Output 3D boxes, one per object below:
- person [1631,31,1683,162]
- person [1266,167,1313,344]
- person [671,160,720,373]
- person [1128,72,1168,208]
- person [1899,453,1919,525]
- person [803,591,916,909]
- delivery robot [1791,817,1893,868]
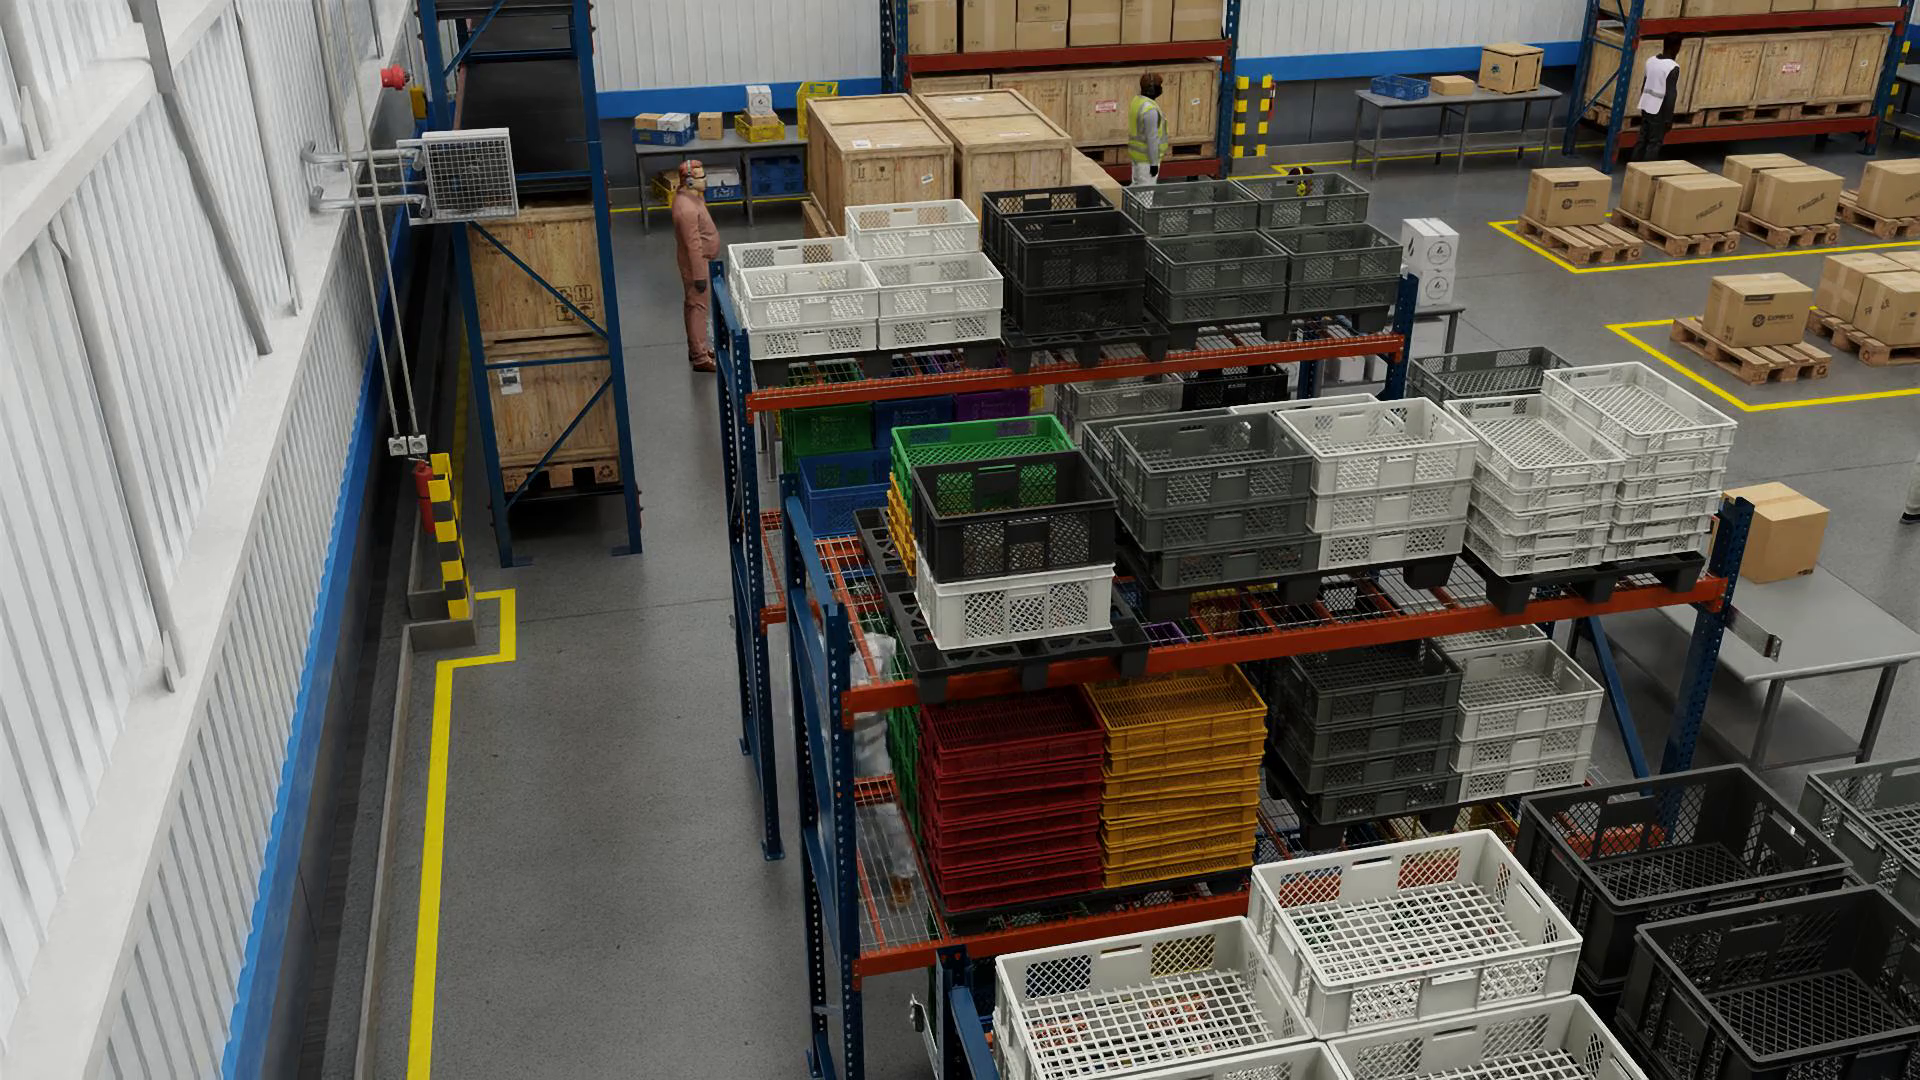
[{"bbox_3d":[8.379,-5.142,20.022,0.392,1.916,0.592,-6,28,-12],"label":"person"},{"bbox_3d":[2.969,-2.416,14.902,0.329,1.868,0.508,-6,28,-12],"label":"person"},{"bbox_3d":[-2.351,-2.467,14.956,0.409,1.908,0.641,-6,28,-12],"label":"person"},{"bbox_3d":[2.067,-4.225,18.361,0.429,1.844,0.625,-6,28,-12],"label":"person"},{"bbox_3d":[7.247,-0.885,12.038,0.404,1.828,0.587,-6,28,-12],"label":"person"},{"bbox_3d":[-0.530,1.035,8.368,0.593,1.857,0.395,-4,28,-8],"label":"person"},{"bbox_3d":[4.523,1.697,8.398,0.477,0.478,0.707,-6,28,-12],"label":"delivery robot"}]
